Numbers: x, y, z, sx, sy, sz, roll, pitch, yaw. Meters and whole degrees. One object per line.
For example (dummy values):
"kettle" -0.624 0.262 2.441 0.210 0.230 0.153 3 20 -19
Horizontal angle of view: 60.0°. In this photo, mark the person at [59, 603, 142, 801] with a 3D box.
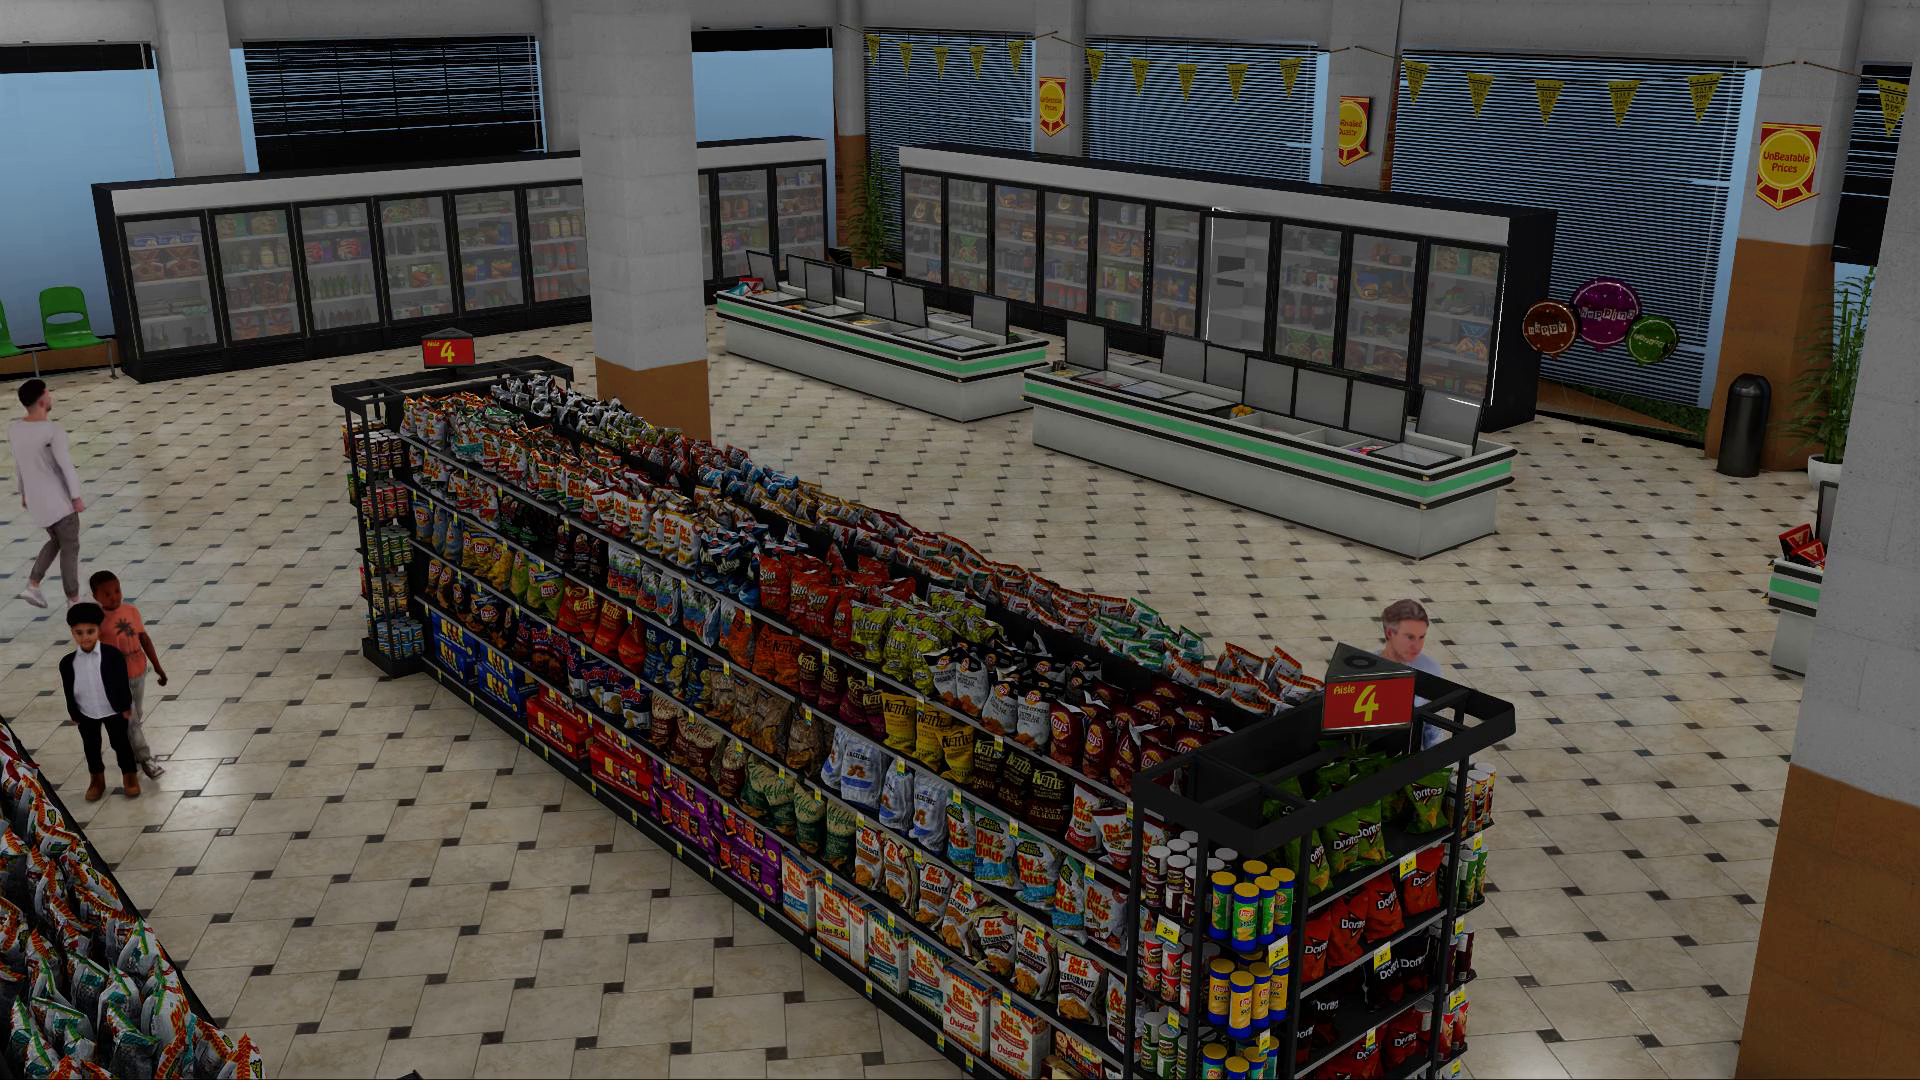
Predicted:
"person" -5.065 0.941 9.780 0.570 1.220 0.582 -4 19 -12

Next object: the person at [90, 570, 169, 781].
"person" -5.123 0.794 10.103 0.820 1.292 0.638 11 21 29

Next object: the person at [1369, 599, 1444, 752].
"person" 2.034 1.136 8.172 0.826 1.878 0.854 -3 19 -9

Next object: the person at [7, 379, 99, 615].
"person" -6.879 -0.289 12.471 0.869 1.832 0.912 7 20 20
